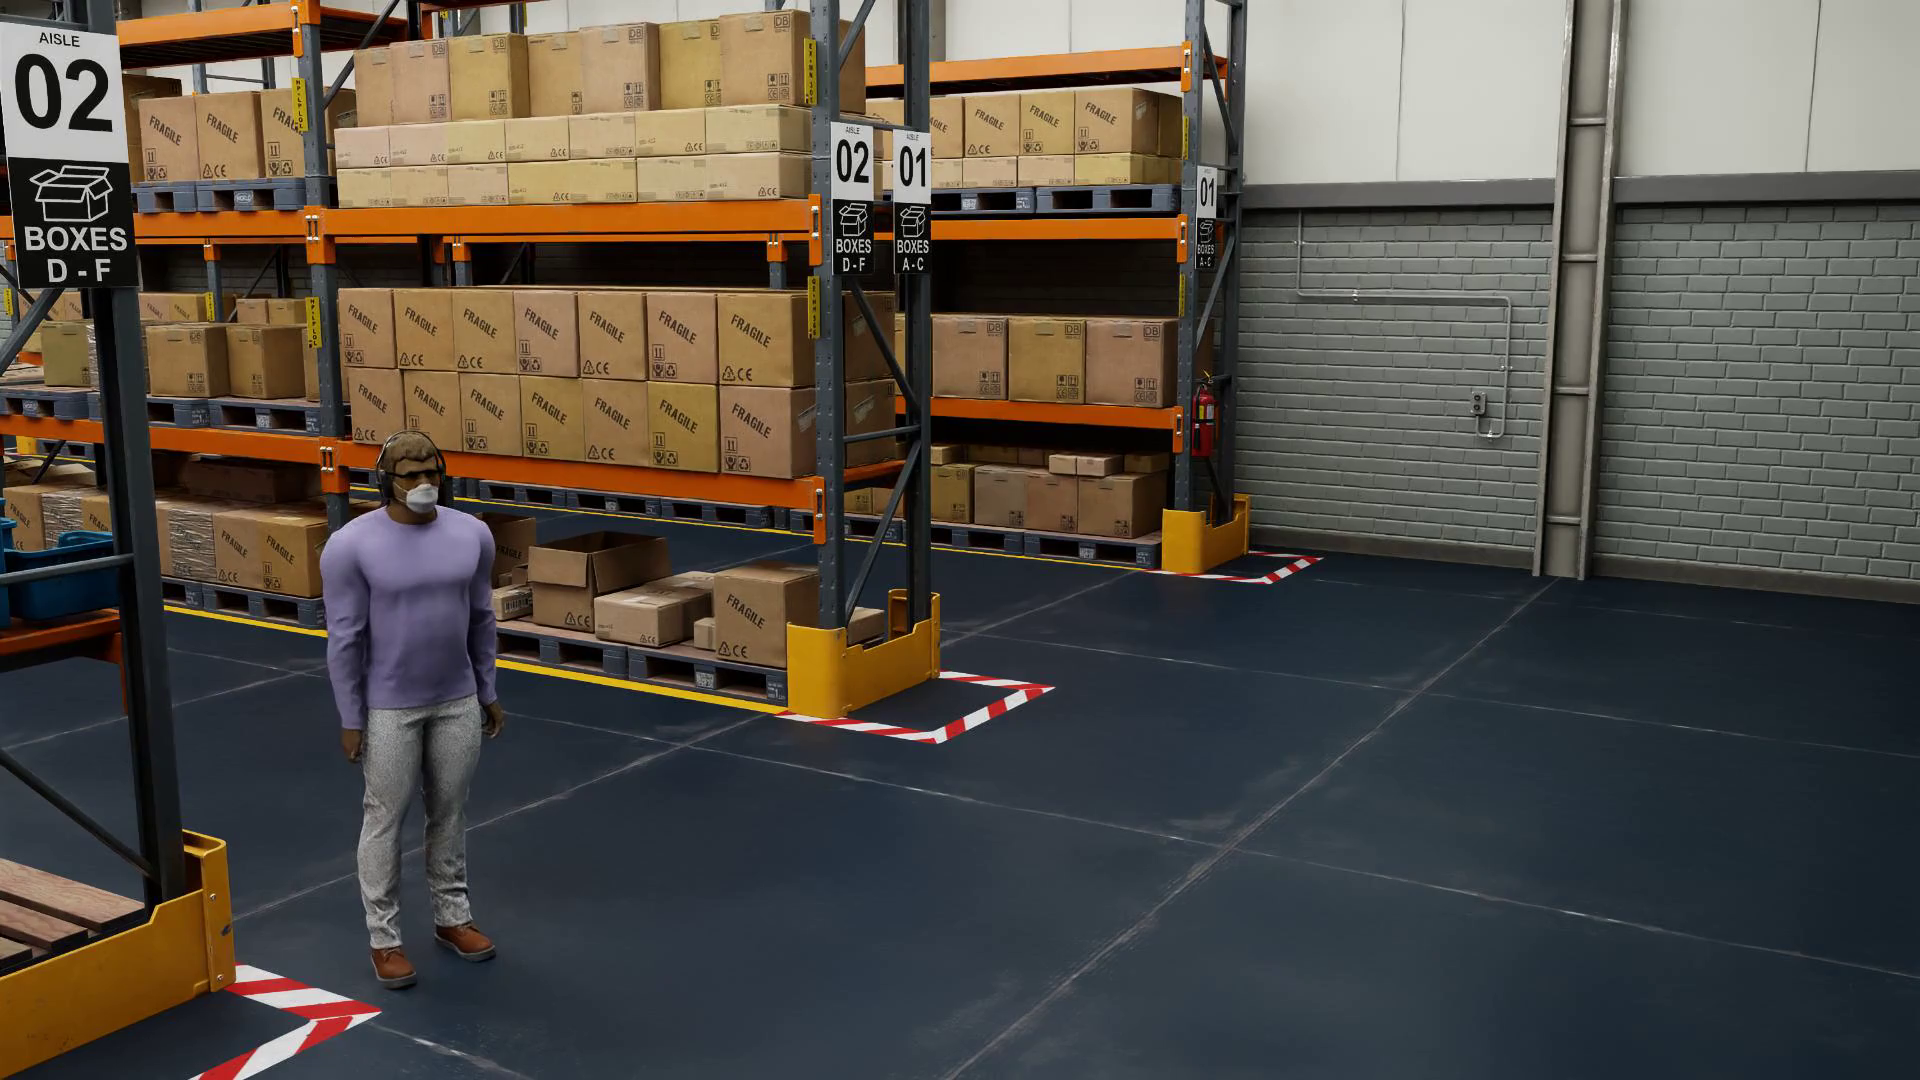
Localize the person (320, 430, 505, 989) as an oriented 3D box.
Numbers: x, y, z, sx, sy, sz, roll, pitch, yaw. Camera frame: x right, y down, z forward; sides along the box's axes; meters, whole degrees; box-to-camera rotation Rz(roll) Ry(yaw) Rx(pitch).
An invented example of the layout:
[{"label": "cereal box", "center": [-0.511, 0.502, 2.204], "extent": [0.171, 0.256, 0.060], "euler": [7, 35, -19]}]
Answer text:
[{"label": "person", "center": [-1.901, 0.575, 5.869], "extent": [0.629, 1.940, 0.376], "euler": [-9, 13, -43]}]
